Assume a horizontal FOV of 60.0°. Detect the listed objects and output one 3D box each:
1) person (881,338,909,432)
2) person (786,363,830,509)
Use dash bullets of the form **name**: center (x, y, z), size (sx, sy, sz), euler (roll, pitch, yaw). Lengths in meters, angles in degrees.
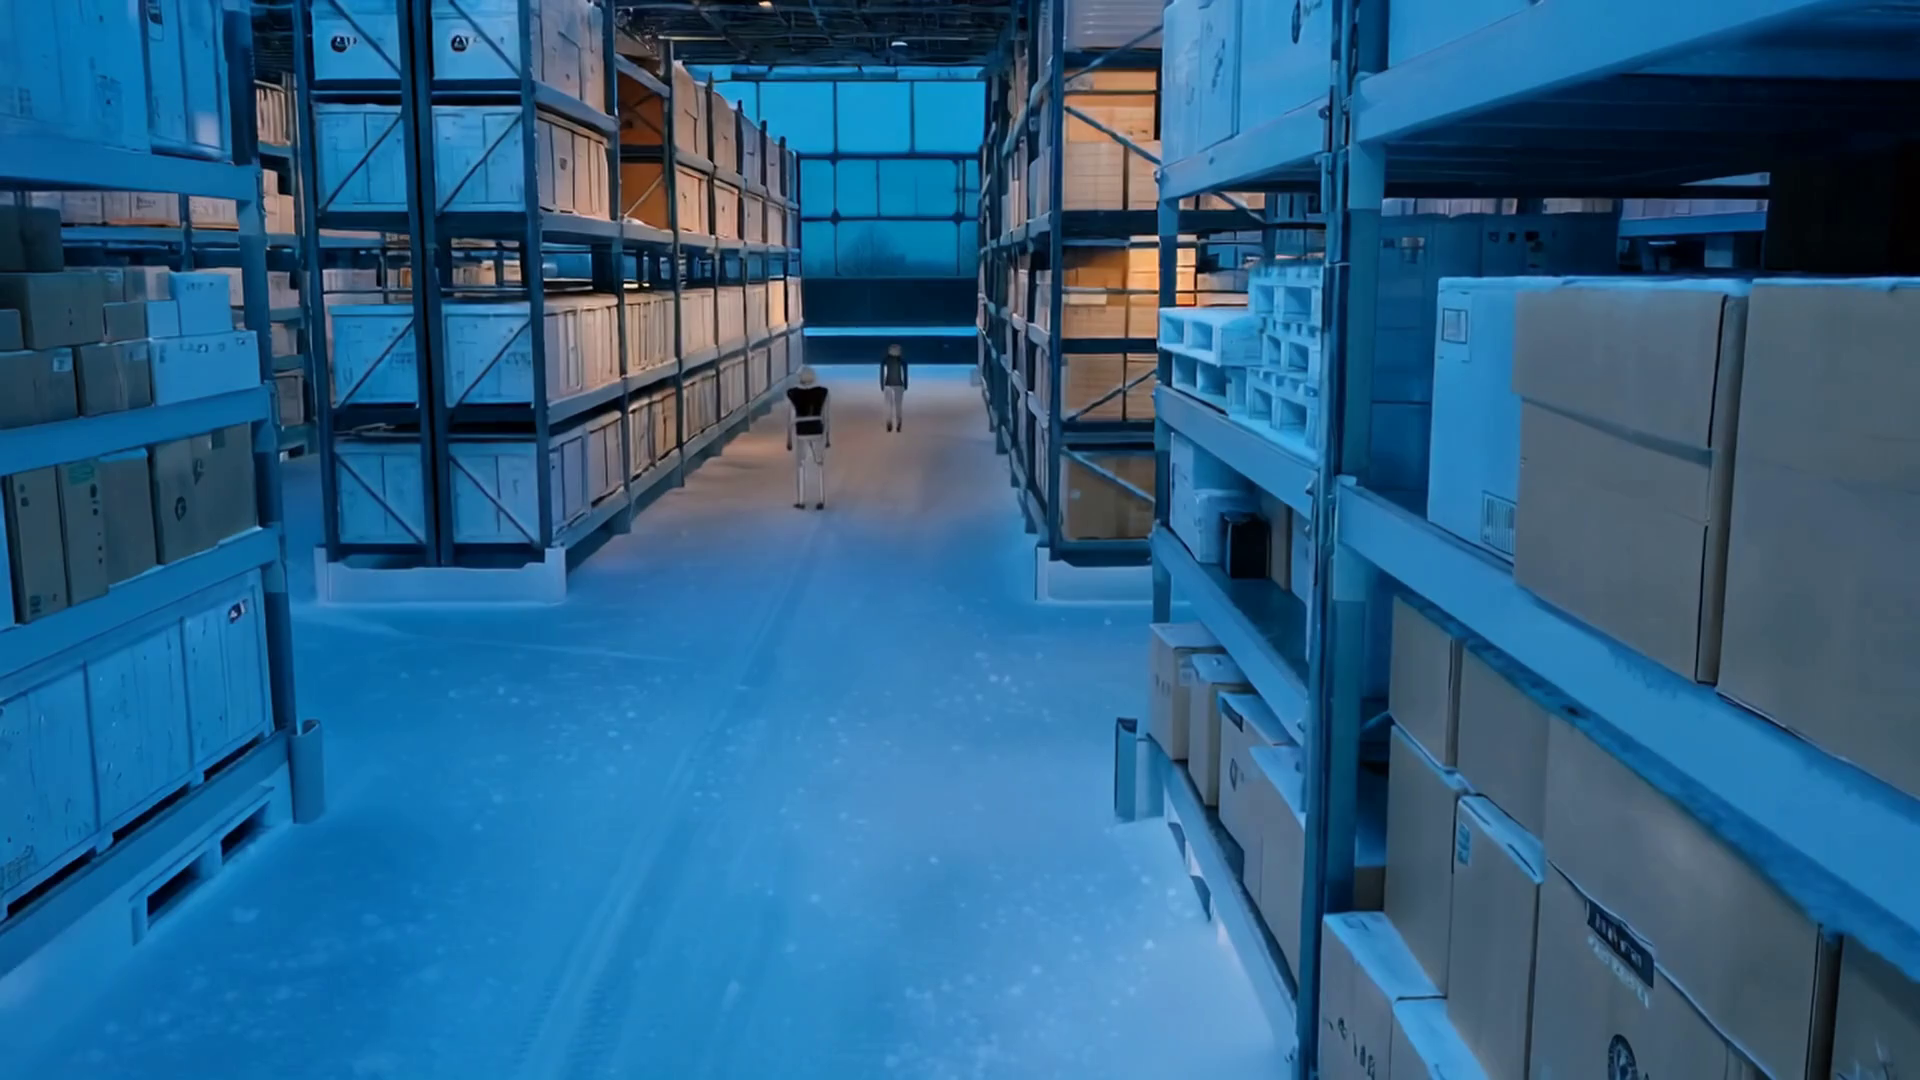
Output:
- **person**: center (-1.204, -2.848, 30.753), size (0.527, 1.751, 0.607), euler (0, 9, -3)
- **person**: center (-1.916, -1.307, 21.032), size (0.564, 1.846, 0.389), euler (-4, 10, -21)
